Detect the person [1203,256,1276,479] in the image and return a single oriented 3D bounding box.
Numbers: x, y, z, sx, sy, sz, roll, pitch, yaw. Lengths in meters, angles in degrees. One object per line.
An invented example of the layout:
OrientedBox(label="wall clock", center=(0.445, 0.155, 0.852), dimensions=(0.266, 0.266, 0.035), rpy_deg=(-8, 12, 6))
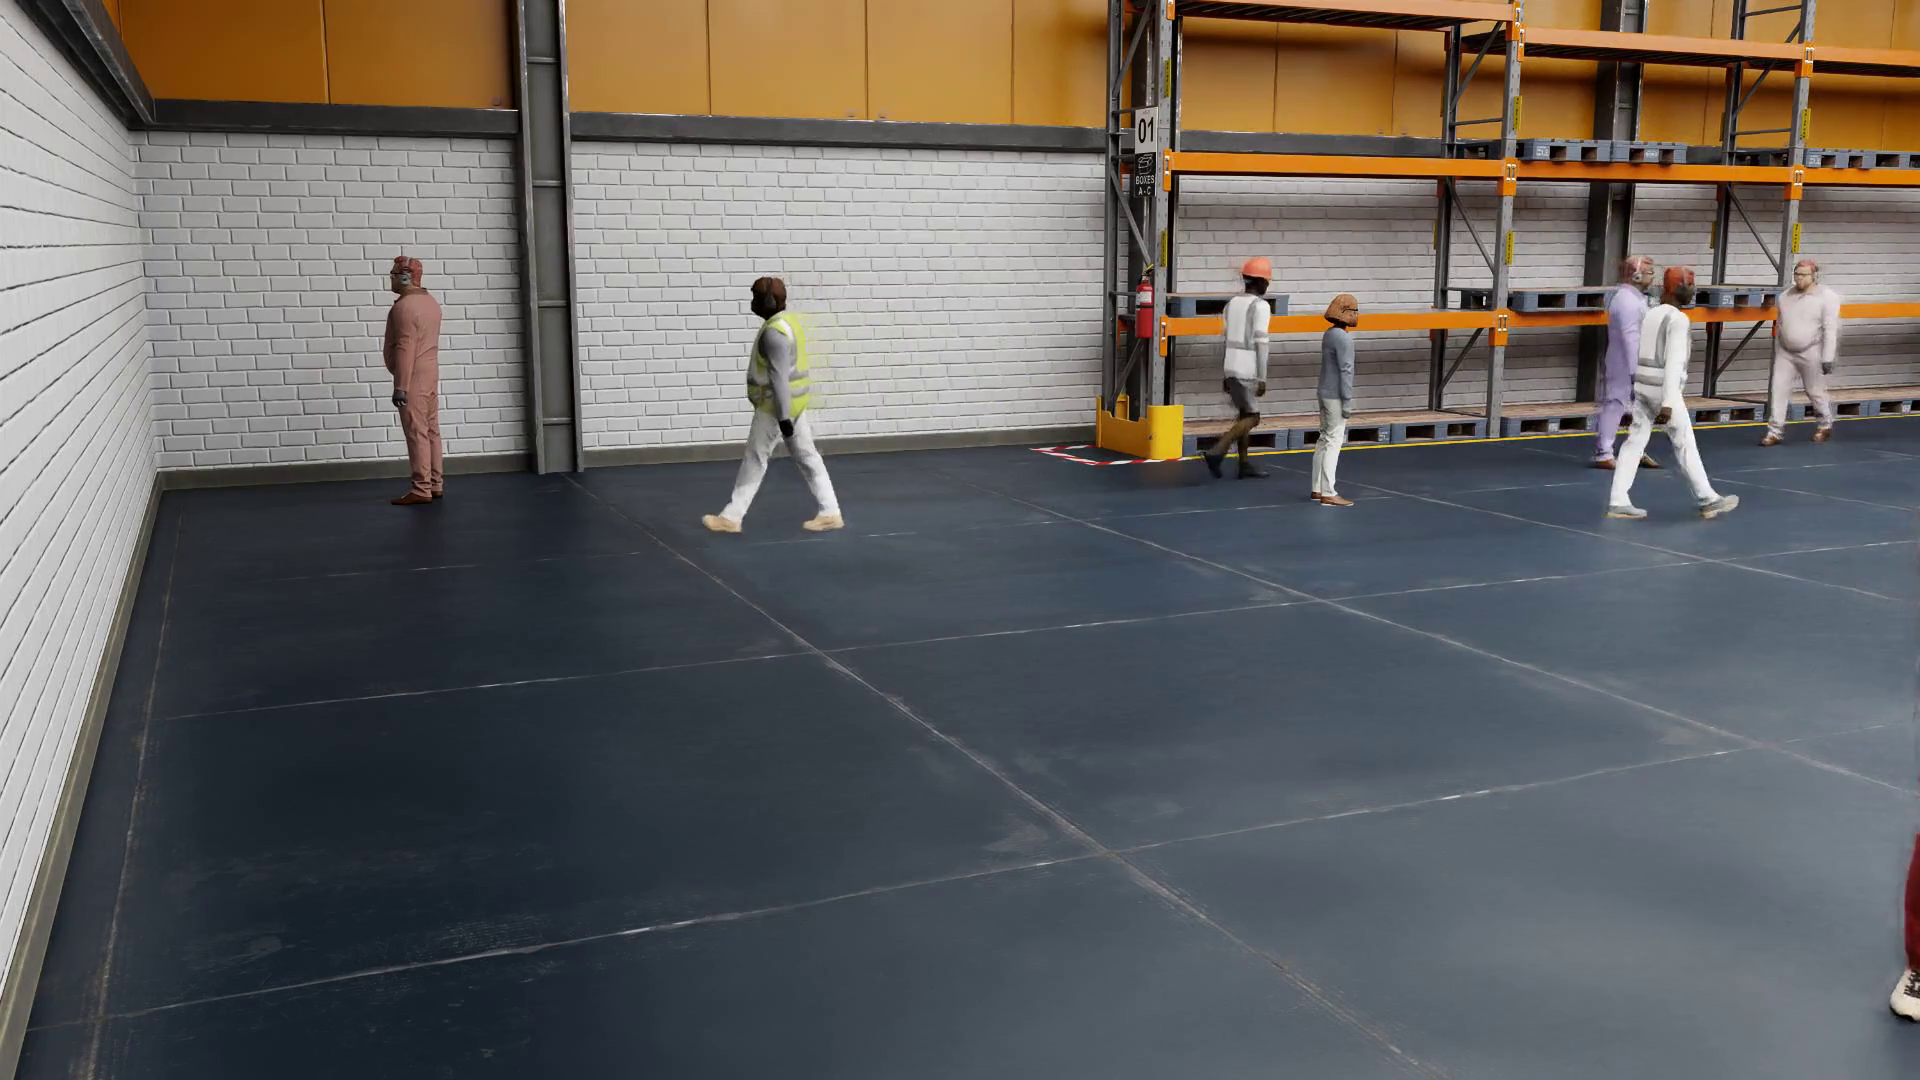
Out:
OrientedBox(label="person", center=(2.342, -1.421, 13.971), dimensions=(0.696, 1.913, 0.553), rpy_deg=(-6, 12, -28))

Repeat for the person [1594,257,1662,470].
OrientedBox(label="person", center=(5.985, -1.538, 14.650), dimensions=(0.707, 1.880, 0.682), rpy_deg=(5, 11, 24))

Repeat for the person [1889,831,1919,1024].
OrientedBox(label="person", center=(2.725, 0.392, 4.369), dimensions=(0.310, 1.724, 0.688), rpy_deg=(8, 13, 37))

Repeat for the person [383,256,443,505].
OrientedBox(label="person", center=(-4.240, -1.231, 12.877), dimensions=(0.409, 1.913, 0.647), rpy_deg=(0, 10, 2))

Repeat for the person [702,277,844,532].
OrientedBox(label="person", center=(-1.276, -0.931, 11.577), dimensions=(0.987, 1.792, 0.629), rpy_deg=(2, 10, 9))

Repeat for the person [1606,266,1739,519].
OrientedBox(label="person", center=(5.217, -1.053, 12.103), dimensions=(0.984, 1.833, 0.581), rpy_deg=(-1, 10, -6))

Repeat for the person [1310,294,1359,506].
OrientedBox(label="person", center=(2.907, -1.079, 12.838), dimensions=(0.287, 1.626, 0.496), rpy_deg=(-1, 10, -5))

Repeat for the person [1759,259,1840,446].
OrientedBox(label="person", center=(8.435, -1.868, 16.590), dimensions=(0.956, 1.864, 0.645), rpy_deg=(-7, 13, -36))
